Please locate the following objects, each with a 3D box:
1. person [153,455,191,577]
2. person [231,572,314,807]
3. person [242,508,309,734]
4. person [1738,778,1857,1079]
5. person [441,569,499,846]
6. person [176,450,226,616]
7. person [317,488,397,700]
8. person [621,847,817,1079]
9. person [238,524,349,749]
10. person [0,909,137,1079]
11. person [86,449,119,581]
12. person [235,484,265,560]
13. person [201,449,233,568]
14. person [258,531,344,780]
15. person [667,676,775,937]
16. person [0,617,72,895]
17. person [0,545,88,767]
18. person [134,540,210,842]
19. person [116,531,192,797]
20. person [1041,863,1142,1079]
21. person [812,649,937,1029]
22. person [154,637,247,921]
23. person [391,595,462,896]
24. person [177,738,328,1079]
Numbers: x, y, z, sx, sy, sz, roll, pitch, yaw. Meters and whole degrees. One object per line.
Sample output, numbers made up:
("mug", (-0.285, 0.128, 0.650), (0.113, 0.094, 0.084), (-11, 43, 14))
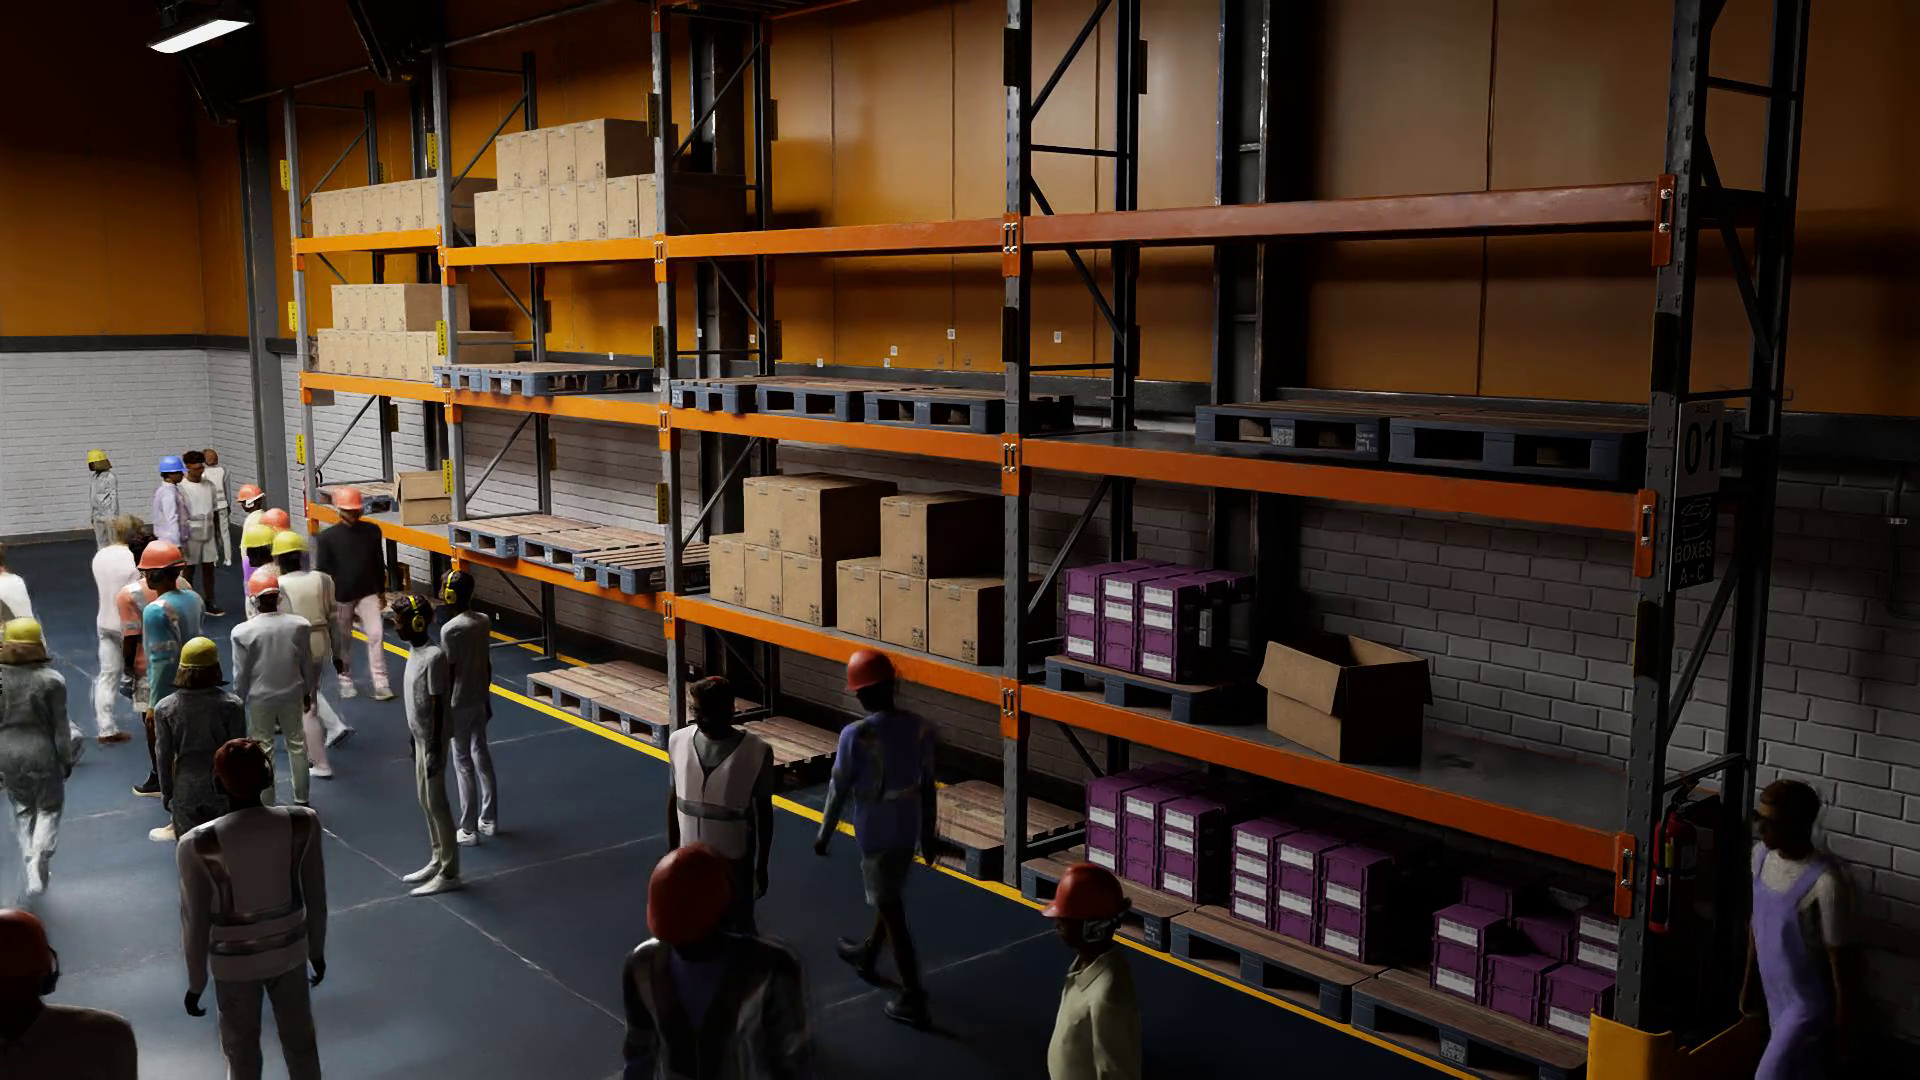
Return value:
("person", (-8.700, 0.037, 18.404), (0.391, 1.949, 0.602), (-5, 10, -32))
("person", (-4.856, 1.091, 11.764), (0.560, 1.749, 0.329), (-8, 11, -42))
("person", (-5.726, 0.682, 14.030), (0.550, 1.923, 0.391), (-7, 11, -42))
("person", (3.369, 1.808, 6.597), (0.891, 1.809, 0.521), (-1, 8, -4))
("person", (-3.328, 1.121, 11.194), (0.313, 1.861, 0.511), (2, 9, 16))
("person", (-8.738, -0.058, 19.052), (0.374, 1.955, 0.604), (5, 9, 30))
("person", (-5.458, 0.510, 15.072), (0.666, 1.954, 0.901), (-7, 11, -39))
("person", (-0.761, 1.906, 5.230), (0.645, 2.000, 0.540), (3, 9, 20))
("person", (-5.460, 0.794, 13.407), (0.984, 1.879, 0.587), (1, 8, 7))
("person", (-2.629, 1.990, 4.715), (0.618, 1.986, 0.408), (-4, 9, -24))
("person", (-11.135, -0.315, 21.608), (0.490, 1.734, 0.321), (4, 9, 26))
("person", (-7.373, 0.284, 17.426), (0.352, 1.738, 0.573), (-1, 8, -5))
("person", (-10.198, -0.428, 22.718), (0.310, 1.636, 0.523), (6, 10, 38))
("person", (-5.118, 0.873, 12.767), (0.838, 1.891, 0.598), (6, 10, 36))
("person", (-1.179, 1.560, 8.201), (0.563, 1.837, 0.388), (2, 9, 17))
("person", (-5.701, 1.340, 10.144), (0.497, 1.715, 0.595), (-2, 8, -13))
("person", (-7.294, 0.898, 12.941), (0.831, 1.812, 0.610), (-2, 8, -15))
("person", (-5.352, 1.016, 11.273), (0.384, 2.041, 0.615), (0, 8, 2))
("person", (-5.929, 0.911, 12.277), (0.374, 1.963, 0.607), (4, 9, 25))
("person", (0.446, 1.960, 5.713), (0.342, 1.751, 0.564), (0, 8, -2))
("person", (-0.442, 1.488, 8.562), (0.546, 1.872, 0.949), (-8, 11, -43))
("person", (-4.314, 1.418, 9.519), (0.490, 1.743, 0.324), (-2, 8, -14))
("person", (-3.302, 1.255, 10.284), (0.330, 1.856, 0.517), (-5, 10, -33))
("person", (-2.880, 1.735, 6.825), (0.573, 1.885, 0.357), (-7, 11, -39))
